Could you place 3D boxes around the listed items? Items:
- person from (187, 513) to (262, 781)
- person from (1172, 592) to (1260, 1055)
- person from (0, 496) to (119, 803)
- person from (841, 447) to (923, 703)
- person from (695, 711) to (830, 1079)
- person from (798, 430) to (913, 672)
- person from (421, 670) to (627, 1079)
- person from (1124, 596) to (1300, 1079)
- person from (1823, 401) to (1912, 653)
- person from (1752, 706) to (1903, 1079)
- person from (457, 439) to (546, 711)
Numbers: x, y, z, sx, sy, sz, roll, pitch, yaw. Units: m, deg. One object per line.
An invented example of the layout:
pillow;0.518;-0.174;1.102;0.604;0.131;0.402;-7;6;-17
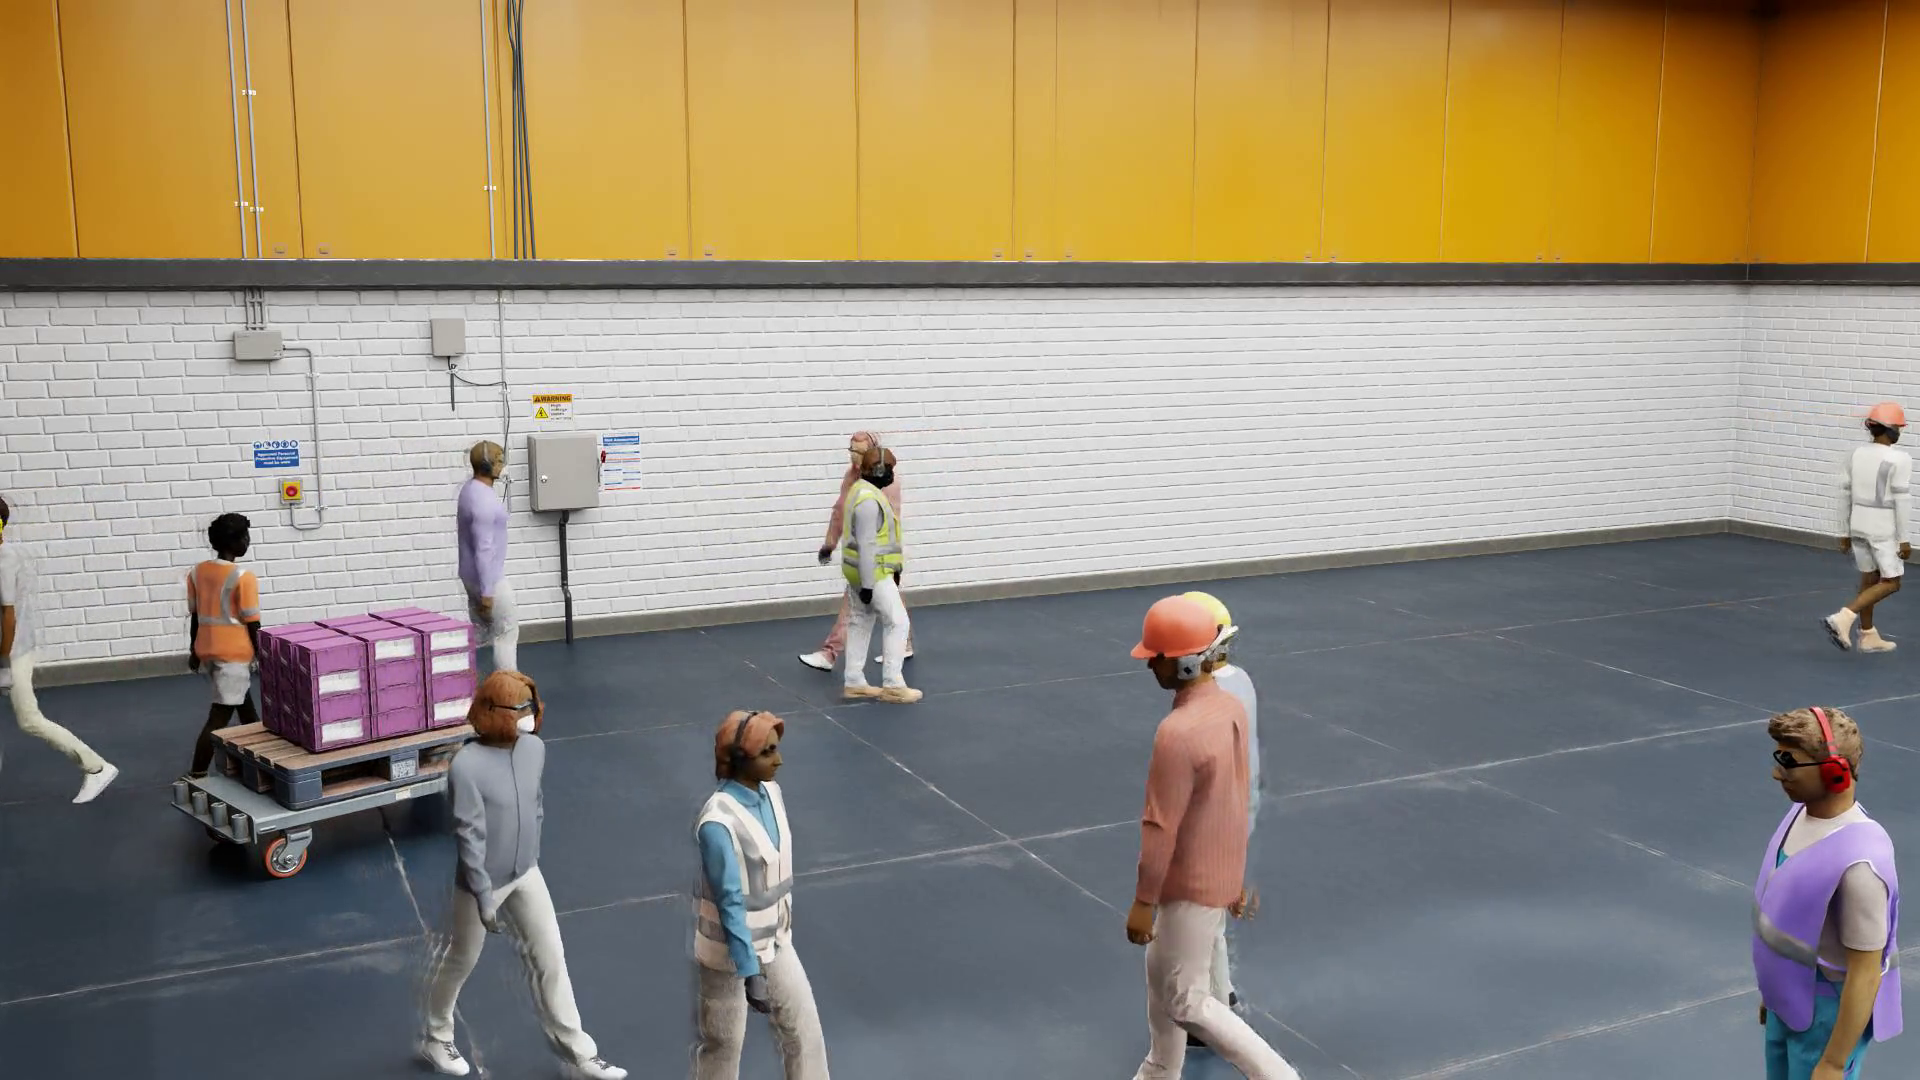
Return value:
person;-4.240;0.652;9.740;0.539;1.636;0.884;5;11;30
person;0.930;1.105;6.448;0.431;1.814;0.610;3;10;20
person;-5.289;0.635;9.347;0.917;1.835;0.535;-6;11;-35
person;-0.523;0.248;11.765;0.689;1.810;0.617;-2;9;-10
person;-0.595;1.363;5.432;0.662;1.619;0.526;3;10;20
person;-0.780;0.083;12.645;1.030;1.840;0.664;-4;10;-24
person;-1.696;1.260;6.167;0.872;1.587;0.512;5;11;30
person;0.876;1.156;5.681;0.839;1.959;0.610;4;10;25
person;7.167;-0.079;13.100;0.667;2.030;0.620;-2;9;-12
person;2.425;1.368;4.711;0.390;1.838;0.562;2;9;10
person;-3.295;0.272;11.267;0.795;1.917;0.632;-4;10;-26
